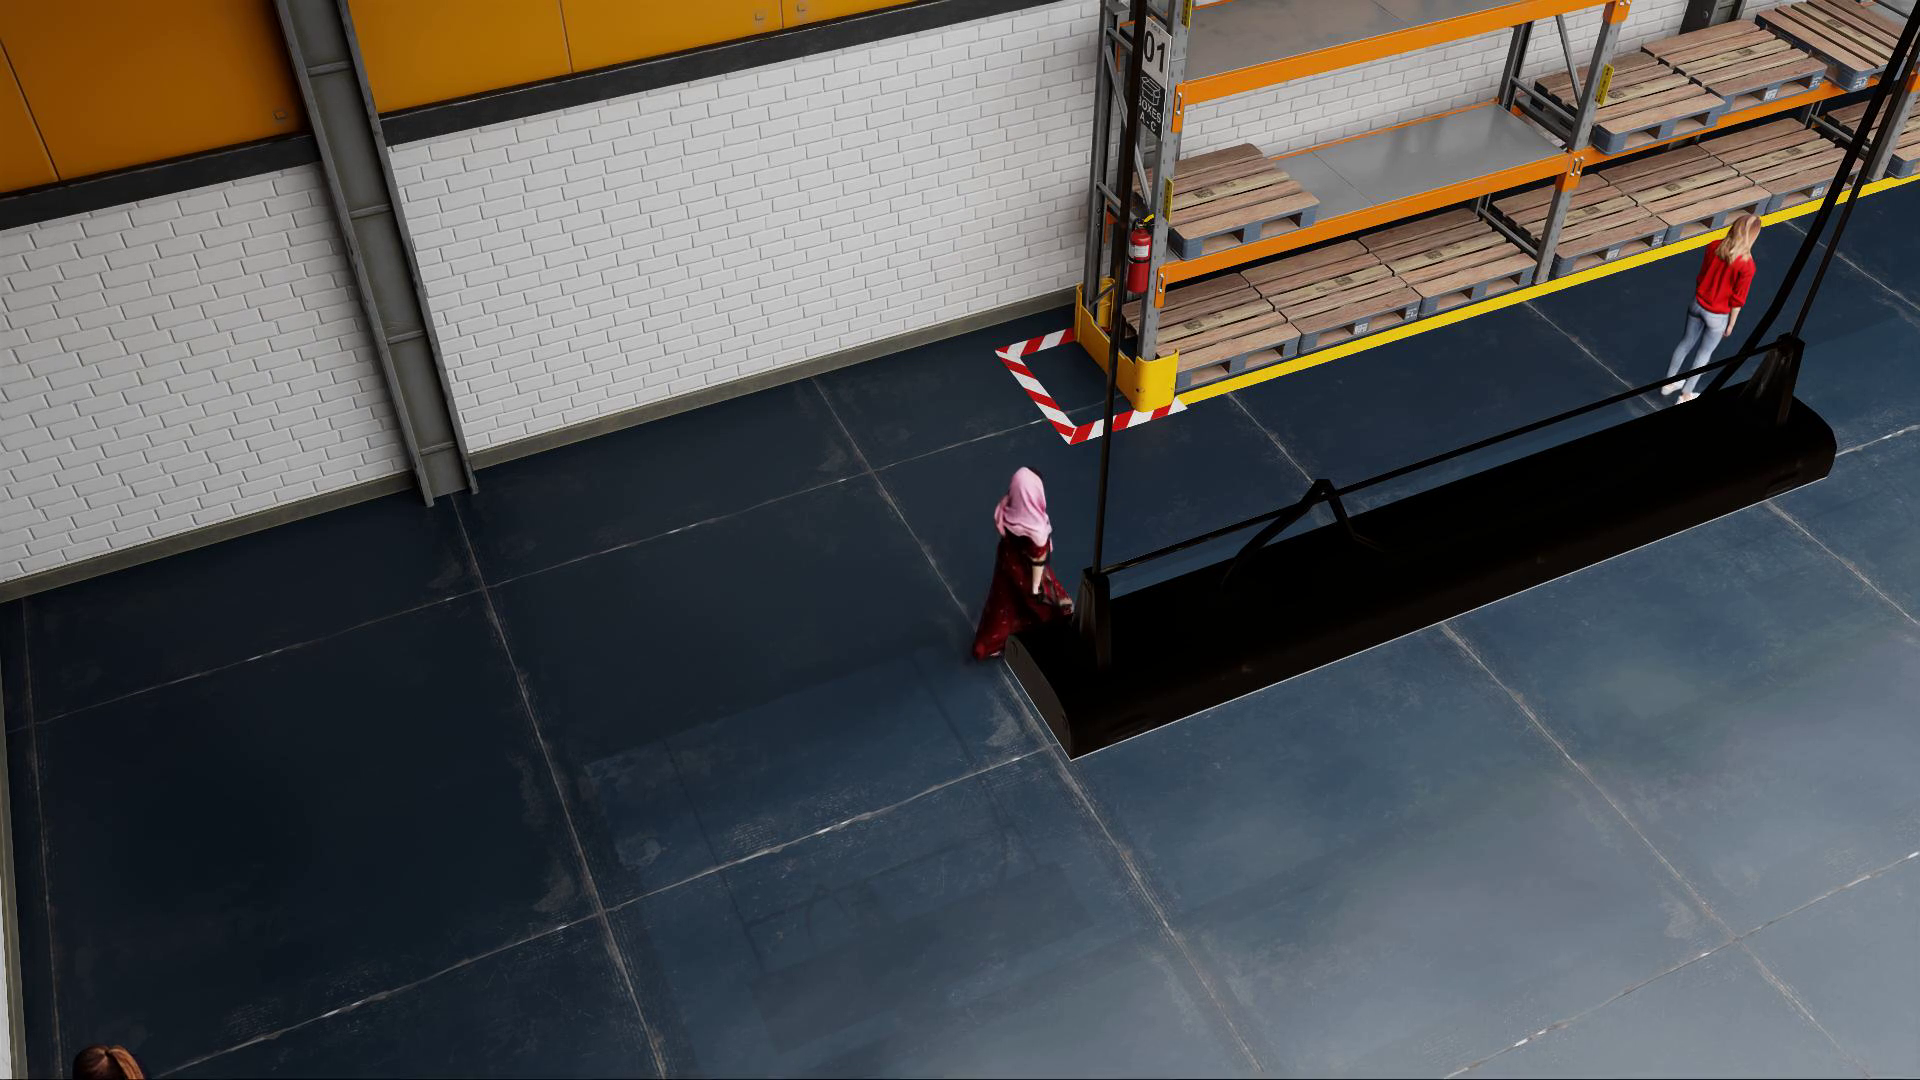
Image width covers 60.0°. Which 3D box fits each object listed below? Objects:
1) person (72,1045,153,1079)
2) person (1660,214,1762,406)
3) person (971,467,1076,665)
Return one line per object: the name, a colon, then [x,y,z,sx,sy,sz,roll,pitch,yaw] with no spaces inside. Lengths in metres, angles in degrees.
person: [-3.827,2.895,7.980,0.740,1.685,0.737,0,44,0]
person: [5.806,-1.780,12.875,0.531,1.702,0.620,-22,48,-21]
person: [0.355,0.202,10.870,1.129,1.598,0.774,-25,49,-24]
